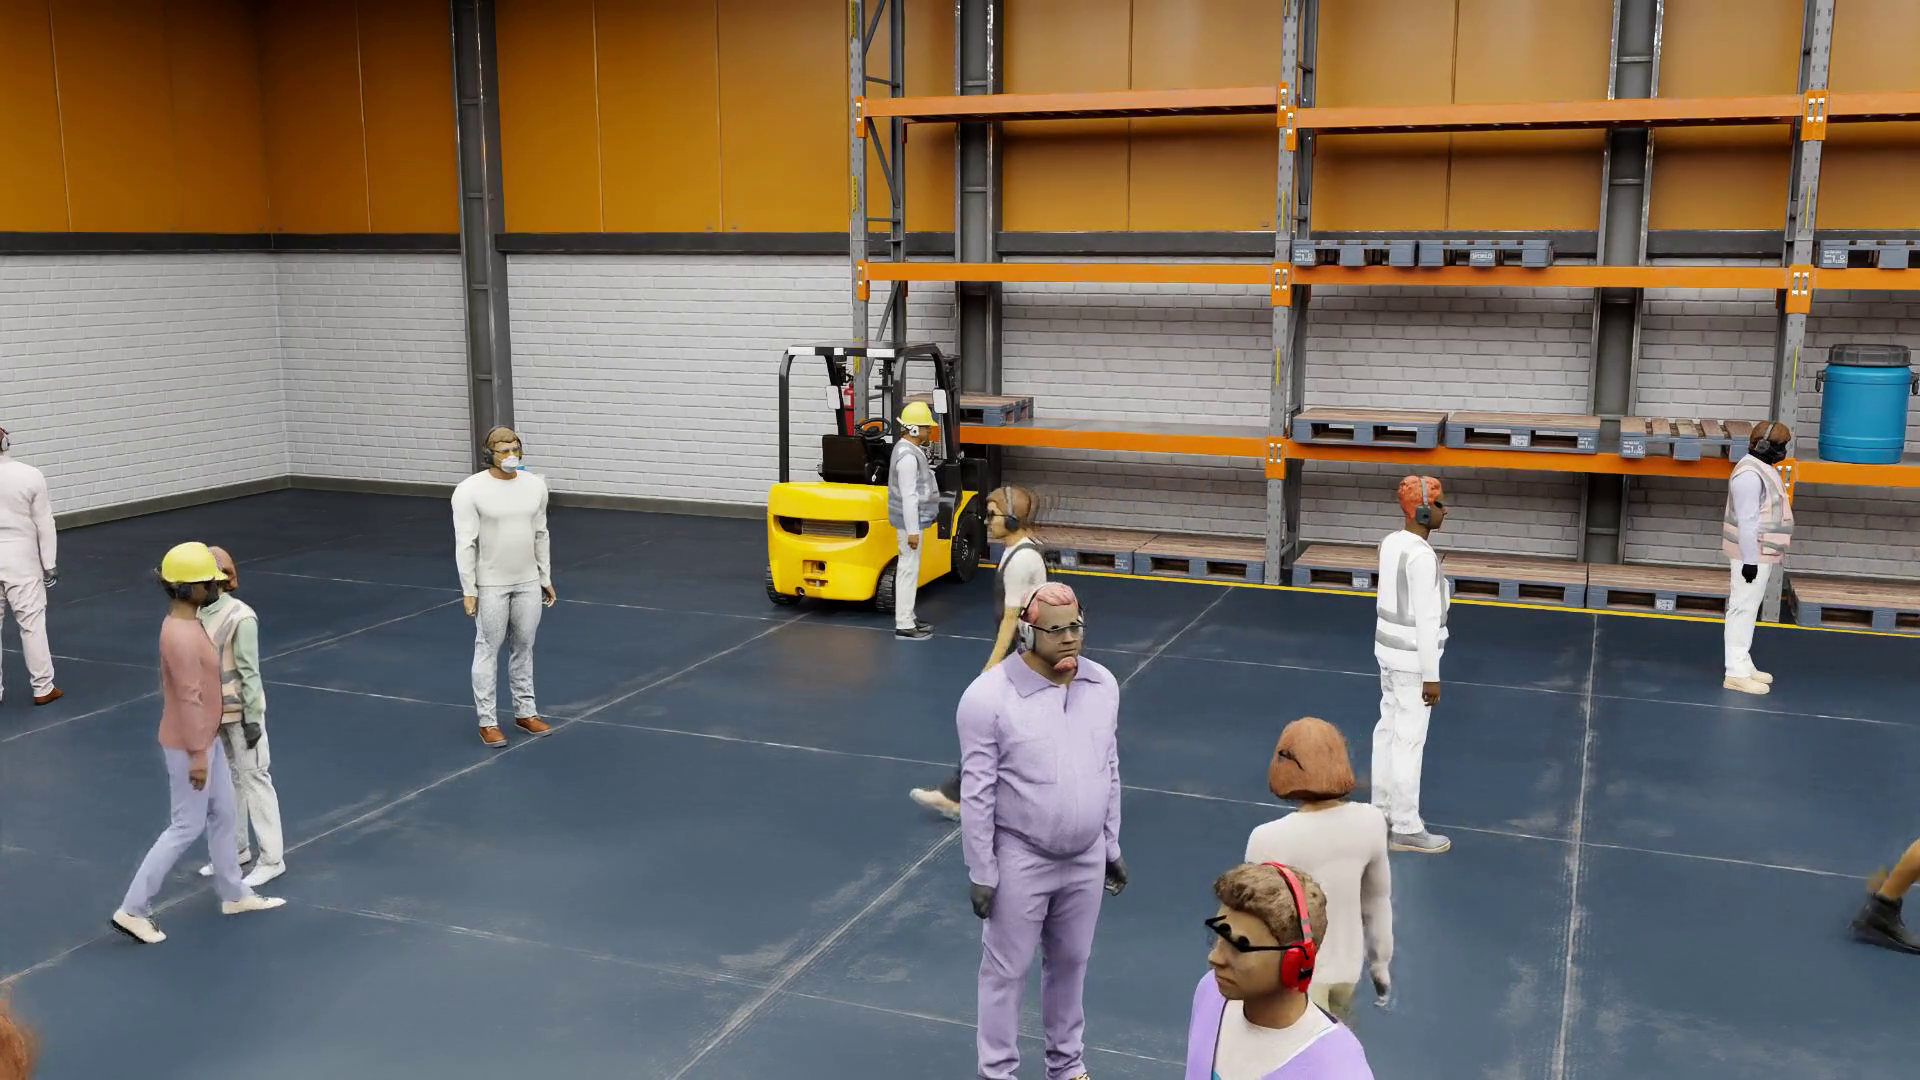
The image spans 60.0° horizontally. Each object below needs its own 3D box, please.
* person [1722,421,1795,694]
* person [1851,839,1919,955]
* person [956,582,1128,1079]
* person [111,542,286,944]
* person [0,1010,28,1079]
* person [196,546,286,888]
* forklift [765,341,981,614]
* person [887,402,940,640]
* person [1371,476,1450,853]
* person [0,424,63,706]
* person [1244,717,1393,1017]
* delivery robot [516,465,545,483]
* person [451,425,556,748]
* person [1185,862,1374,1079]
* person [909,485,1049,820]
[{"bbox_3d":[5.413,0.106,11.303,0.429,1.838,0.621,6,12,31],"label":"person"},{"bbox_3d":[4.254,0.880,6.842,0.985,1.892,0.555,6,12,31],"label":"person"},{"bbox_3d":[0.306,1.081,5.666,0.639,1.910,0.407,-6,12,-31],"label":"person"},{"bbox_3d":[-3.398,0.883,7.301,0.583,1.781,0.536,-4,11,-22],"label":"person"},{"bbox_3d":[-1.908,1.617,3.498,0.515,1.608,0.599,4,11,19],"label":"person"},{"bbox_3d":[-3.462,0.828,7.861,0.516,1.629,0.319,7,12,33],"label":"person"},{"bbox_3d":[-0.739,-0.602,14.246,1.214,2.155,2.313,4,11,21],"label":"forklift"},{"bbox_3d":[-0.354,-0.148,12.753,0.403,1.823,0.594,0,10,-1],"label":"person"},{"bbox_3d":[2.265,0.613,8.343,0.355,1.883,0.574,-1,10,-6],"label":"person"},{"bbox_3d":[-6.222,0.154,10.823,0.643,1.913,0.411,-4,11,-21],"label":"person"},{"bbox_3d":[1.031,1.321,5.182,0.525,1.586,0.829,-5,12,-28],"label":"person"},{"bbox_3d":[-4.895,-0.594,18.506,0.477,0.478,0.707,2,10,9],"label":"delivery robot"},{"bbox_3d":[-2.747,0.270,10.099,0.371,1.941,0.627,10,14,44],"label":"person"},{"bbox_3d":[0.616,1.525,3.357,0.389,1.849,0.567,-4,11,-23],"label":"person"},{"bbox_3d":[0.235,0.613,8.578,0.956,1.792,0.523,-1,10,-5],"label":"person"}]
